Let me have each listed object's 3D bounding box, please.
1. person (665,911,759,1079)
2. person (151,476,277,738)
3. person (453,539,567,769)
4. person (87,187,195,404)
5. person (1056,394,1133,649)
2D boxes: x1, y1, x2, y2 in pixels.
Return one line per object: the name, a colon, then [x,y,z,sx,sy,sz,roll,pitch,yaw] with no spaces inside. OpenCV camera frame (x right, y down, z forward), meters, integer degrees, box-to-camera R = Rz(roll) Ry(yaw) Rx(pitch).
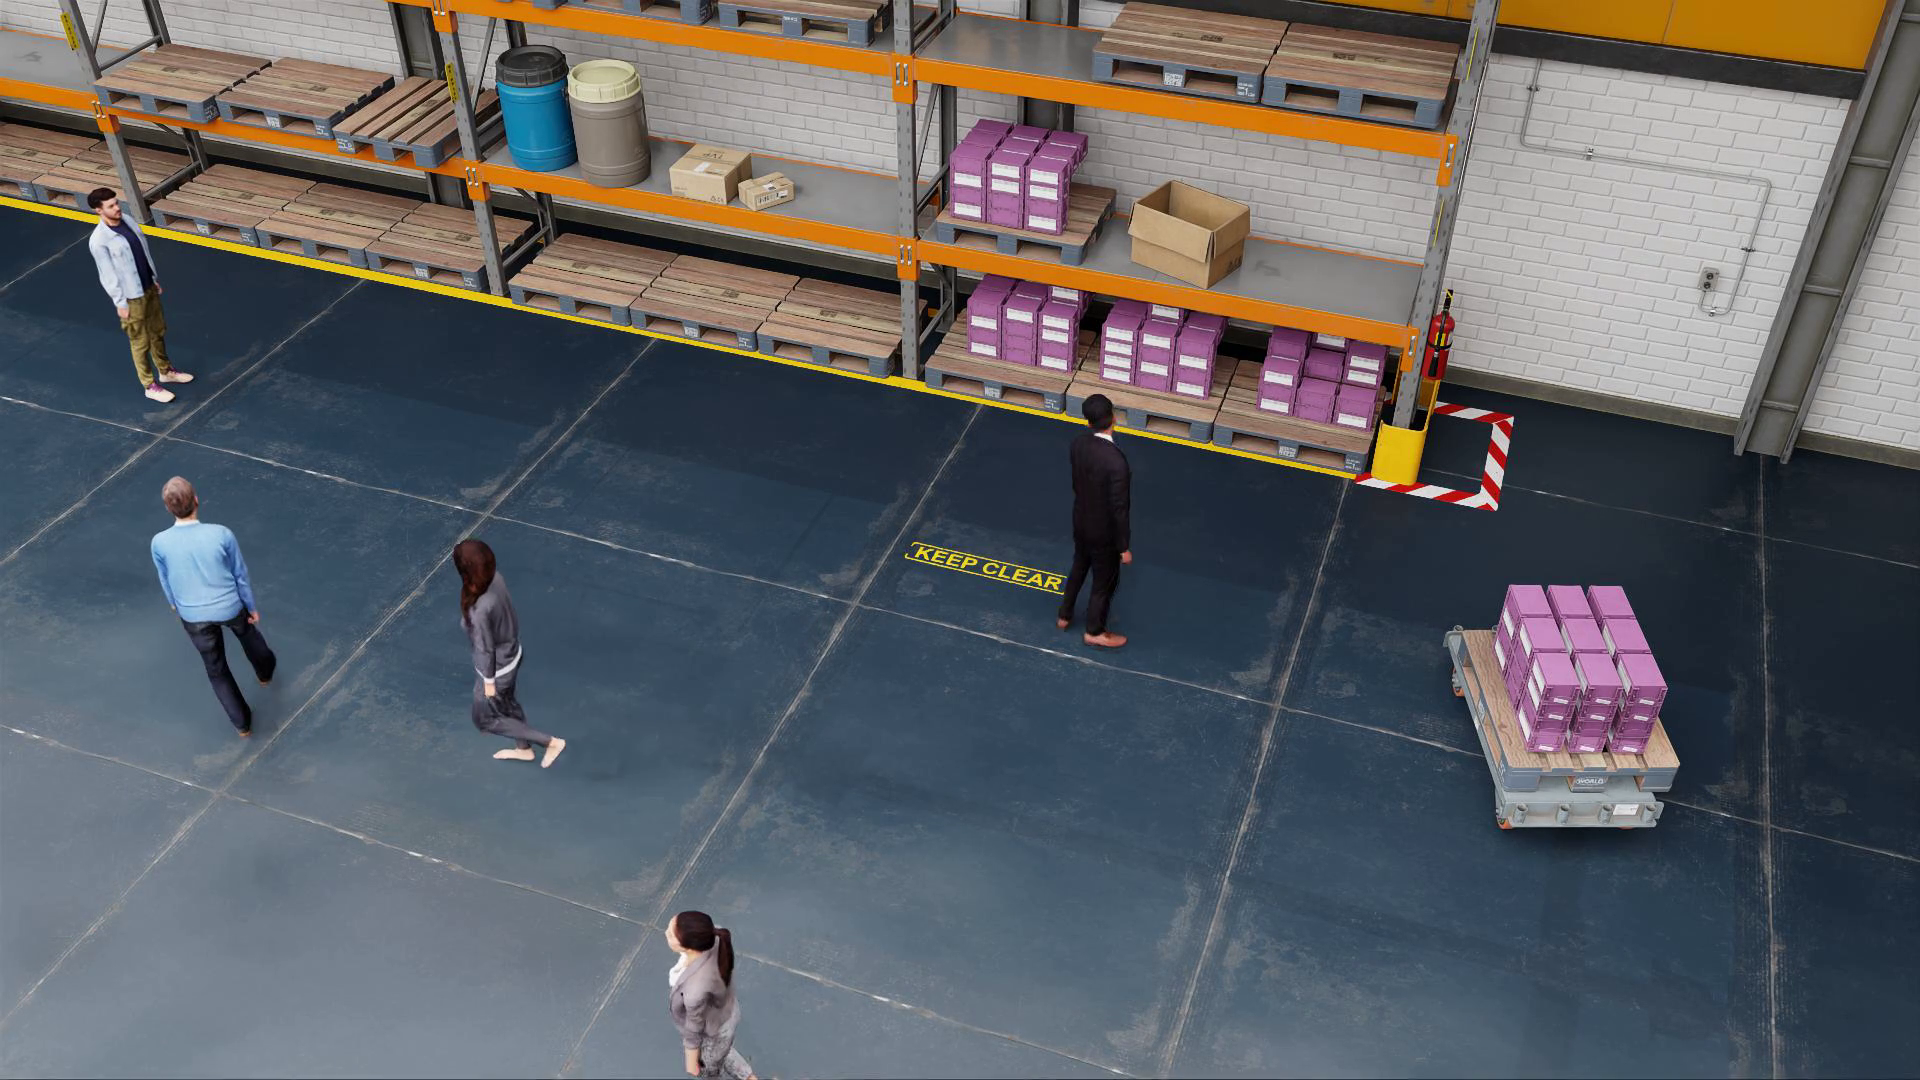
person: [-1.118,2.342,7.980,0.726,1.669,0.687,6,39,7]
person: [-4.603,0.465,10.236,1.040,1.786,1.076,-14,41,-17]
person: [-2.680,0.726,9.935,0.841,1.756,0.757,-1,39,-1]
person: [-6.592,-1.979,13.277,0.596,1.811,0.697,8,39,10]
person: [0.903,-0.078,10.862,0.933,1.855,0.847,-9,40,-12]
